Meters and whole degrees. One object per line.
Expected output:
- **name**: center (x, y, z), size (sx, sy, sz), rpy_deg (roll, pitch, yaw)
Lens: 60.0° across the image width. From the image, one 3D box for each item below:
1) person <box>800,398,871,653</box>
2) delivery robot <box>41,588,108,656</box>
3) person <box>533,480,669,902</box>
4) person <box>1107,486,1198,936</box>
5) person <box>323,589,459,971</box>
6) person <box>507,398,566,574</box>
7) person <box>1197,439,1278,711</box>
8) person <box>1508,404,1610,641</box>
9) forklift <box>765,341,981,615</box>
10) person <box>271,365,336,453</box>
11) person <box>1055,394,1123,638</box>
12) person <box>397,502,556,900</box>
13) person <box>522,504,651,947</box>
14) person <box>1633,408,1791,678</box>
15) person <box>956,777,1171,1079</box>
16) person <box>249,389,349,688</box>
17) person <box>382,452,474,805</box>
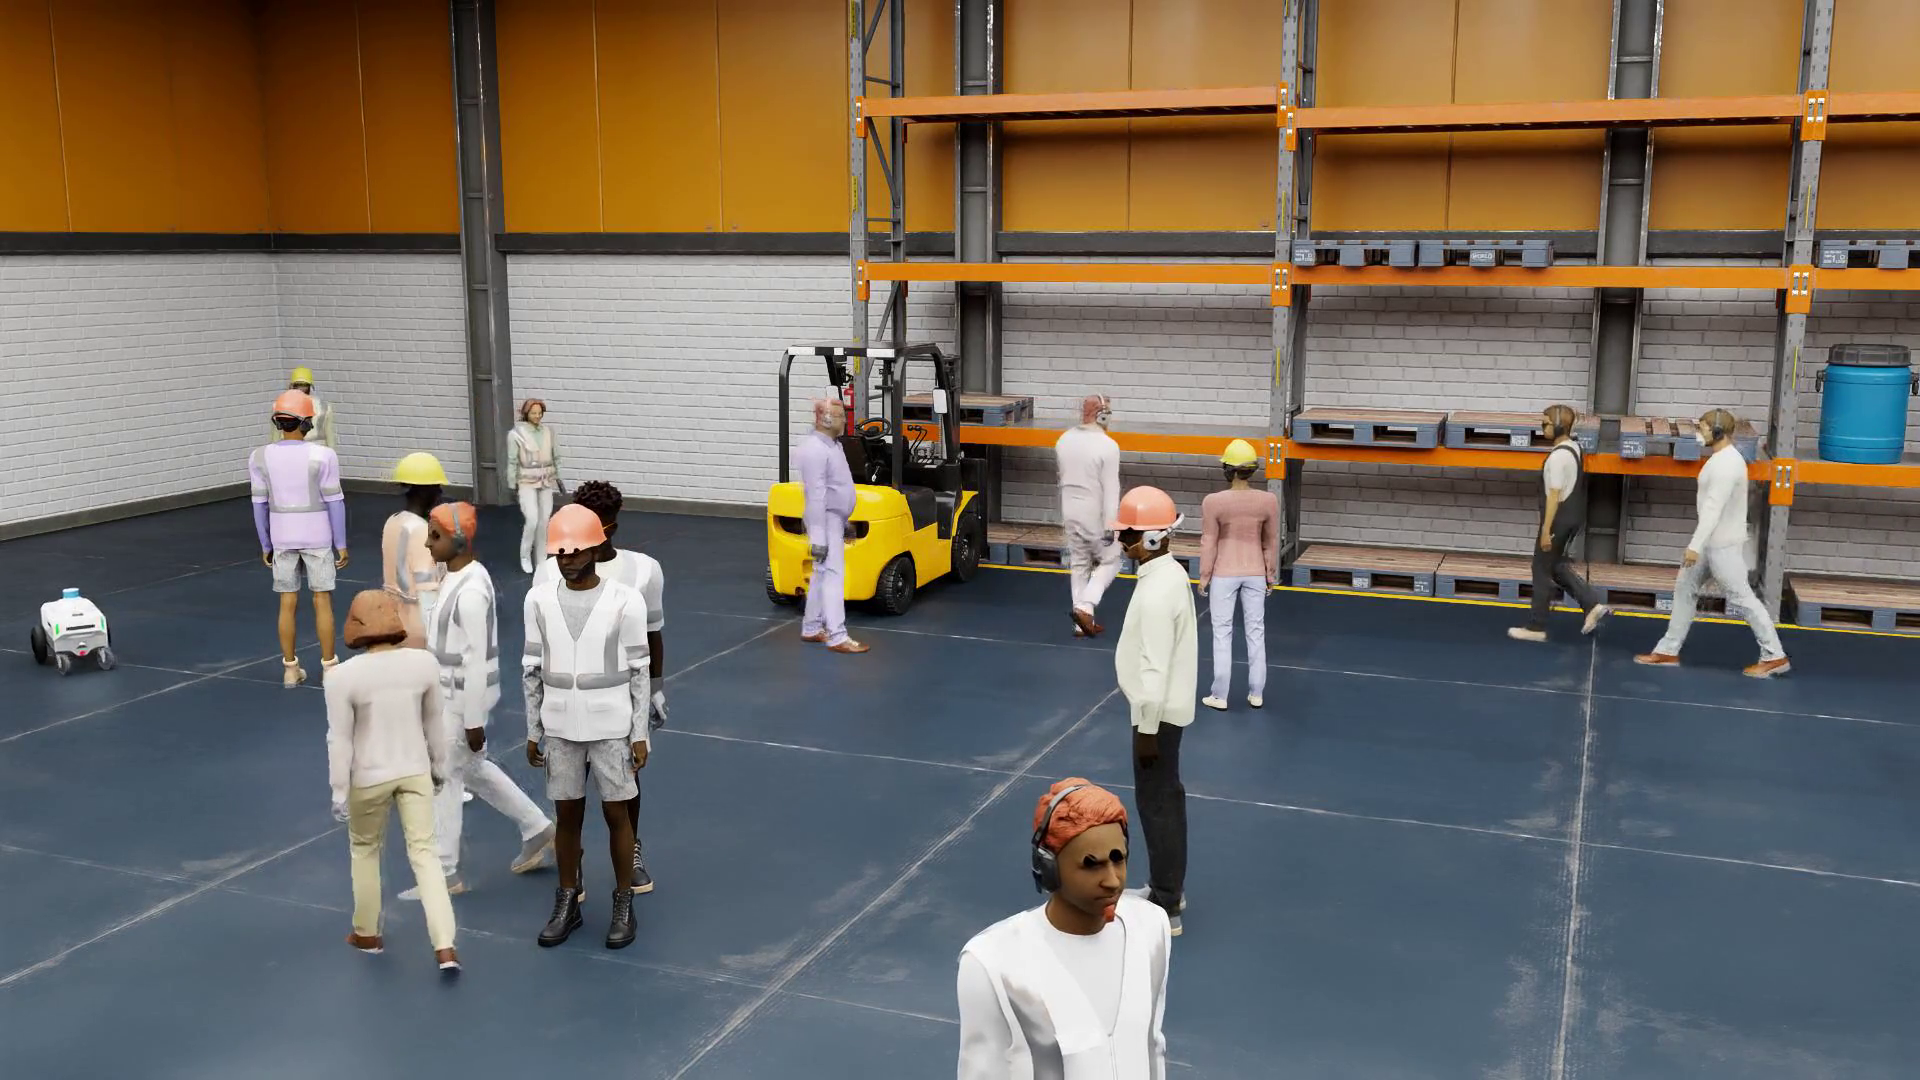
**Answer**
- **person**: center (-0.942, -0.100, 12.401), size (0.613, 1.891, 0.666), rpy_deg (1, 10, 3)
- **delivery robot**: center (-6.347, 0.591, 11.908), size (0.477, 0.478, 0.707), rpy_deg (-7, 12, -35)
- **person**: center (-1.654, 0.689, 7.696), size (0.607, 1.963, 0.373), rpy_deg (-4, 11, -20)
- **person**: center (0.839, 0.746, 7.333), size (0.407, 1.987, 0.620), rpy_deg (2, 10, 13)
- **person**: center (-2.352, 1.018, 6.951), size (0.524, 1.601, 0.751), rpy_deg (-8, 13, -38)
- **person**: center (-3.859, -0.485, 15.191), size (0.375, 1.625, 0.516), rpy_deg (10, 14, 43)
- **person**: center (1.795, 0.231, 10.795), size (0.533, 1.769, 0.310), rpy_deg (-2, 10, -11)
- **person**: center (4.538, -0.113, 12.528), size (0.623, 1.833, 0.534), rpy_deg (7, 13, 36)
- **forklift**: center (-0.739, -0.602, 14.246), size (1.214, 2.155, 2.313), rpy_deg (4, 11, 21)
- **person**: center (-6.519, -0.829, 16.568), size (0.602, 1.810, 0.613), rpy_deg (-5, 11, -26)
- **person**: center (0.987, -0.170, 12.709), size (0.482, 1.888, 0.641), rpy_deg (-10, 14, -43)
- **person**: center (-2.263, 0.753, 7.772), size (0.818, 1.890, 0.594), rpy_deg (-3, 11, -18)
- **person**: center (-1.608, 0.801, 7.142), size (0.552, 1.936, 0.358), rpy_deg (1, 10, 5)
- **person**: center (5.370, 0.026, 11.659), size (1.018, 1.897, 0.641), rpy_deg (3, 11, 18)
- **person**: center (0.252, 1.446, 3.705), size (0.574, 1.883, 0.355), rpy_deg (-7, 12, -35)
- **person**: center (-4.471, 0.000, 11.315), size (0.608, 2.044, 0.370), rpy_deg (0, 10, -2)
- **person**: center (-2.873, 0.483, 8.977), size (0.427, 1.917, 0.635), rpy_deg (-7, 12, -33)
